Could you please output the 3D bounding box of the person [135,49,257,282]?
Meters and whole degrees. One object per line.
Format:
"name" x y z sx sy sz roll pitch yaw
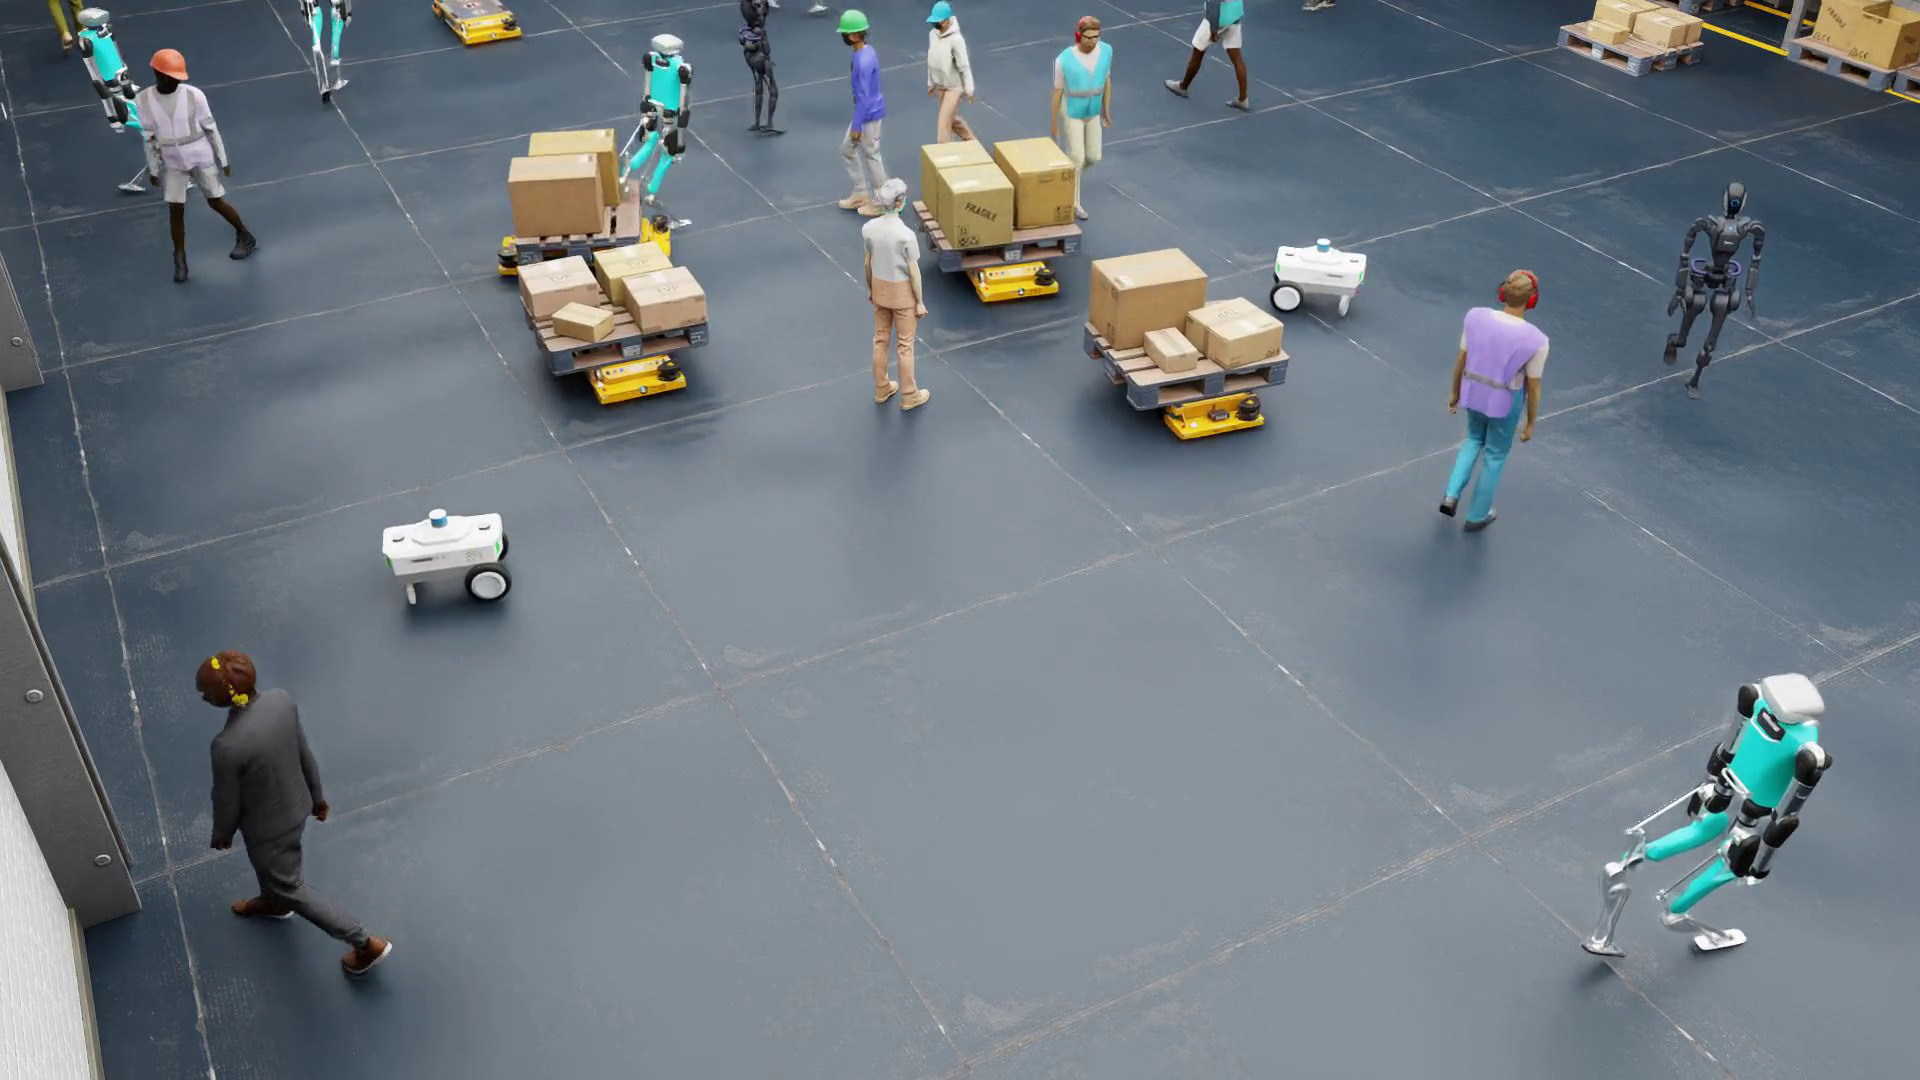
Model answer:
"person" -6.416 -3.137 13.788 0.627 1.893 0.660 -6 35 -8

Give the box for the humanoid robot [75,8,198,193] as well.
"humanoid robot" -7.362 -3.912 15.065 1.004 1.777 0.535 1 35 1

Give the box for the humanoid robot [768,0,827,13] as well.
"humanoid robot" -1.890 -7.009 19.482 1.073 1.755 0.557 7 36 10

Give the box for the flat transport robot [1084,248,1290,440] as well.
"flat transport robot" 1.653 -1.213 12.448 0.659 0.231 1.431 -11 37 -16

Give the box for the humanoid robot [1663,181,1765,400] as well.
"humanoid robot" 5.521 -1.871 12.172 0.609 1.643 0.555 7 36 10

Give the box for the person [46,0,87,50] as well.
"person" -9.979 -6.315 18.372 0.556 1.826 0.557 -17 38 -23

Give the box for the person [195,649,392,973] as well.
"person" -3.144 1.224 7.613 0.930 1.813 0.477 6 35 8

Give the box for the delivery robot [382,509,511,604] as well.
"delivery robot" -3.170 0.078 10.362 0.775 0.603 0.514 -8 36 -12

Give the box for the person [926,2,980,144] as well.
"person" -0.053 -4.259 15.595 0.764 1.635 0.481 -25 42 -31

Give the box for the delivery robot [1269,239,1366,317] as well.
"delivery robot" 2.889 -2.149 13.548 0.781 0.610 0.525 8 36 11

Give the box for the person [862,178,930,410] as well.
"person" -0.466 -1.757 11.943 0.479 1.738 0.321 20 39 26

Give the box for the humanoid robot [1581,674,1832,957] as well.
"humanoid robot" 3.295 1.364 7.538 1.036 1.774 0.542 -7 36 -10

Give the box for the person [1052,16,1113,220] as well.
"person" 1.054 -3.779 14.757 0.590 1.820 0.507 -20 40 -26

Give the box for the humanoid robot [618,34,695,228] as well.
"humanoid robot" -2.750 -3.374 14.284 0.998 1.756 0.550 -29 44 -34

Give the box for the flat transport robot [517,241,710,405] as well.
"flat transport robot" -2.647 -1.507 12.867 0.659 0.231 1.431 -15 38 -20

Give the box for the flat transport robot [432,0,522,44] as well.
"flat transport robot" -5.678 -6.135 19.476 0.659 0.231 1.431 -18 39 -24

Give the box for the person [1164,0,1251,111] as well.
"person" 2.630 -5.364 16.975 0.551 1.876 1.045 -29 44 -35

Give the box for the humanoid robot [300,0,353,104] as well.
"humanoid robot" -6.559 -5.368 17.132 0.561 1.780 1.017 -4 35 -6

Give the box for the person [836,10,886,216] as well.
"person" -0.900 -3.744 14.685 0.597 1.849 0.487 -4 35 -5

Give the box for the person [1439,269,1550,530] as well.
"person" 3.398 -0.860 10.583 0.454 1.824 0.592 -30 45 -35

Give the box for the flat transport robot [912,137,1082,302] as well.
"flat transport robot" 0.309 -2.452 14.217 0.659 0.231 1.431 -9 36 -13

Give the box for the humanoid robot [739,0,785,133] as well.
"humanoid robot" -1.992 -4.841 16.396 0.314 1.652 0.607 -13 37 -18

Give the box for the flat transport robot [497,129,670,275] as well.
"flat transport robot" -3.231 -2.541 14.344 1.431 0.231 0.659 -5 35 -7

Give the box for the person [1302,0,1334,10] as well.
"person" 4.294 -7.223 19.587 0.555 1.929 0.601 -3 35 -5
